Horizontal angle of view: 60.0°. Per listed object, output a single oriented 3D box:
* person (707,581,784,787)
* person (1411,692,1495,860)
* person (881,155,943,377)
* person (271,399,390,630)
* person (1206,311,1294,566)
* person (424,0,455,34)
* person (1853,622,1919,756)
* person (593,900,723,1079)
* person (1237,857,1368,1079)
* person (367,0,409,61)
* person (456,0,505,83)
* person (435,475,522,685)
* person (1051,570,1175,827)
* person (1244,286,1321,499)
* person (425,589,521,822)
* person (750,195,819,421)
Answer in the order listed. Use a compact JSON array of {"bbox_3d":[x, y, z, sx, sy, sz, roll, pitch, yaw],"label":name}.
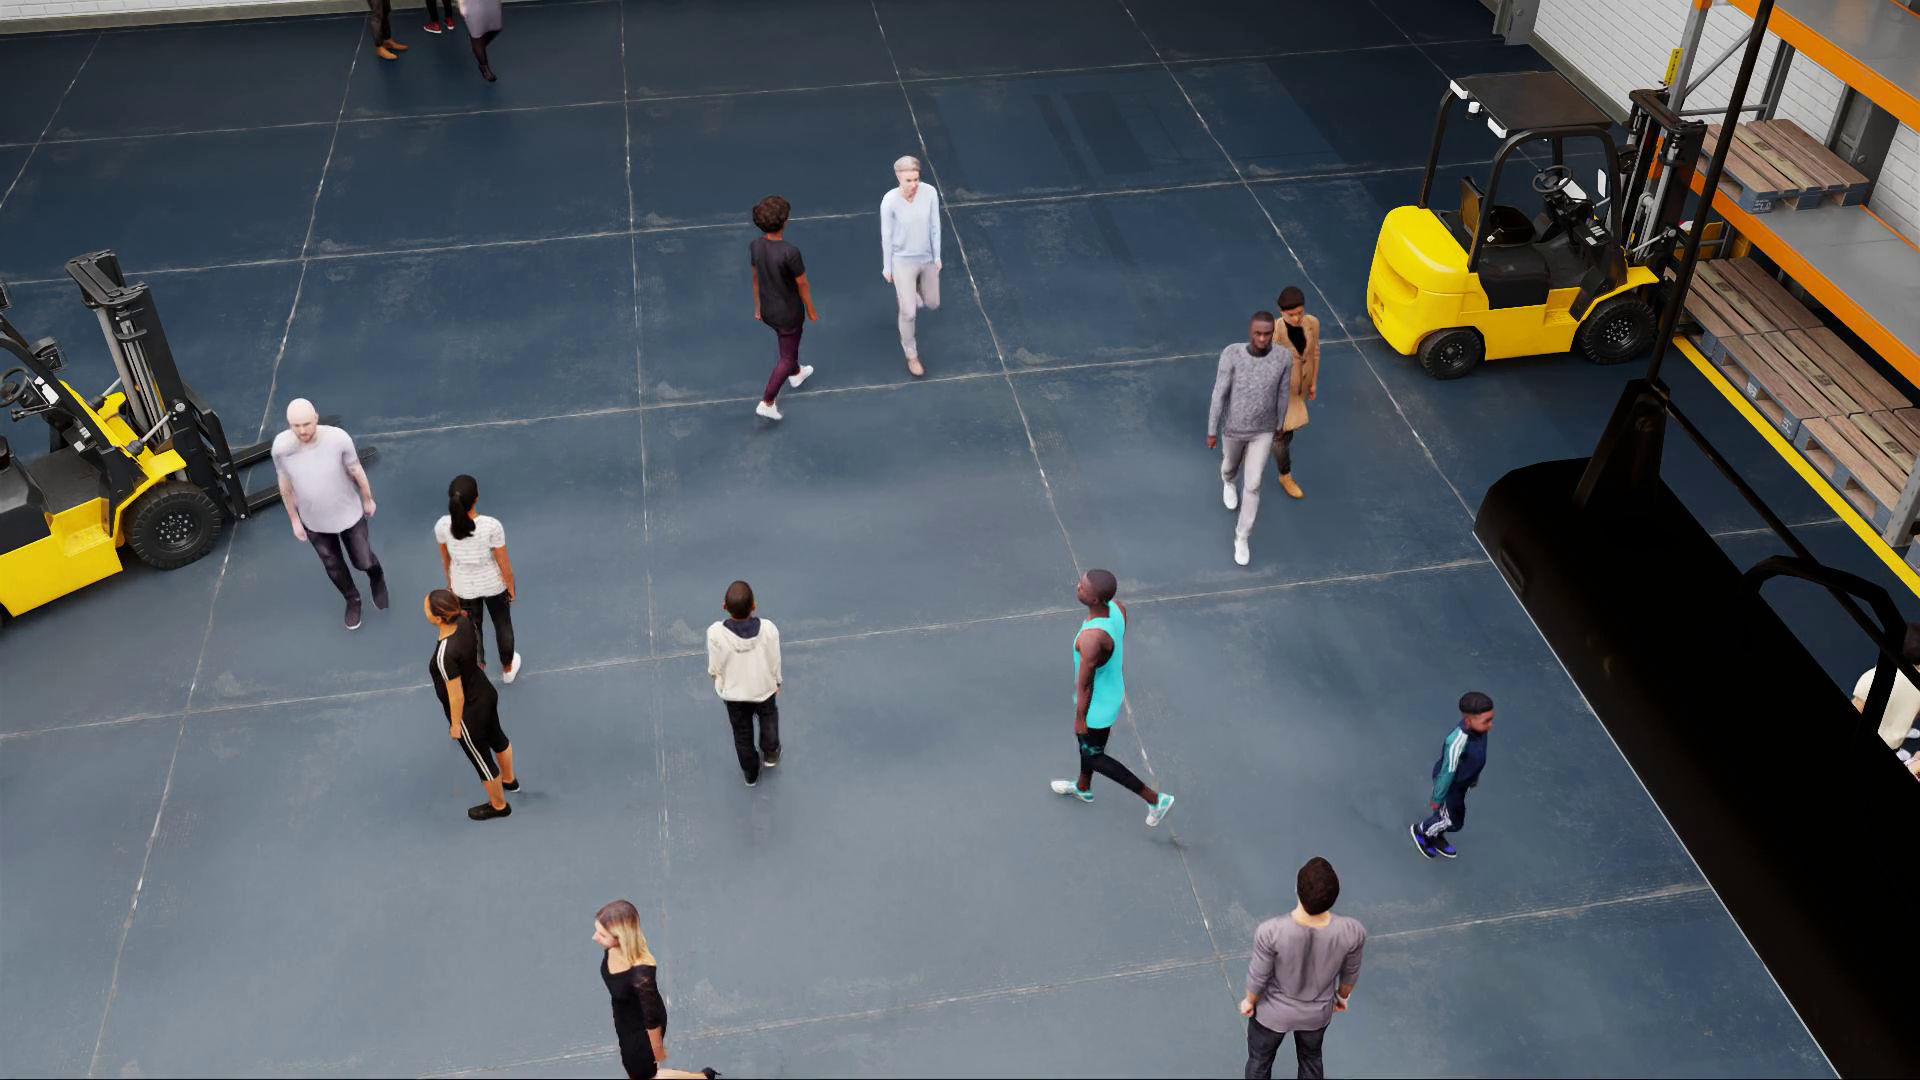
[{"bbox_3d":[-1.250,0.895,9.753,0.597,1.441,0.595,-5,39,-6],"label":"person"},{"bbox_3d":[2.747,1.309,9.390,0.610,1.246,0.655,-30,48,-32],"label":"person"},{"bbox_3d":[-0.416,-2.267,13.372,0.810,1.865,1.053,-17,42,-20],"label":"person"},{"bbox_3d":[-4.110,-0.238,10.873,0.656,1.813,0.651,-6,39,-7],"label":"person"},{"bbox_3d":[2.005,-0.829,11.617,0.903,1.808,1.246,3,39,4],"label":"person"},{"bbox_3d":[-6.090,-6.659,19.025,0.687,1.674,0.713,-31,48,-32],"label":"person"},{"bbox_3d":[5.147,1.099,9.378,0.633,1.590,0.549,2,39,2],"label":"person"},{"bbox_3d":[-1.435,2.250,7.874,0.736,1.668,0.719,-19,42,-22],"label":"person"},{"bbox_3d":[1.582,2.162,7.836,0.696,1.853,0.577,-2,39,-2],"label":"person"},{"bbox_3d":[-6.518,-6.235,18.457,0.786,1.721,0.618,7,39,9],"label":"person"},{"bbox_3d":[-5.260,-5.825,17.925,0.973,1.743,0.905,28,47,31],"label":"person"},{"bbox_3d":[-2.986,0.334,10.302,0.623,1.633,0.800,-1,39,-2],"label":"person"},{"bbox_3d":[0.864,0.942,9.415,1.020,1.790,1.049,16,41,19],"label":"person"},{"bbox_3d":[2.329,-1.155,12.116,0.890,1.695,1.108,-22,44,-25],"label":"person"},{"bbox_3d":[-2.799,0.930,9.526,0.687,1.668,0.514,3,39,3],"label":"person"},{"bbox_3d":[-1.412,-1.770,12.832,1.099,1.762,1.156,24,45,27],"label":"person"}]
